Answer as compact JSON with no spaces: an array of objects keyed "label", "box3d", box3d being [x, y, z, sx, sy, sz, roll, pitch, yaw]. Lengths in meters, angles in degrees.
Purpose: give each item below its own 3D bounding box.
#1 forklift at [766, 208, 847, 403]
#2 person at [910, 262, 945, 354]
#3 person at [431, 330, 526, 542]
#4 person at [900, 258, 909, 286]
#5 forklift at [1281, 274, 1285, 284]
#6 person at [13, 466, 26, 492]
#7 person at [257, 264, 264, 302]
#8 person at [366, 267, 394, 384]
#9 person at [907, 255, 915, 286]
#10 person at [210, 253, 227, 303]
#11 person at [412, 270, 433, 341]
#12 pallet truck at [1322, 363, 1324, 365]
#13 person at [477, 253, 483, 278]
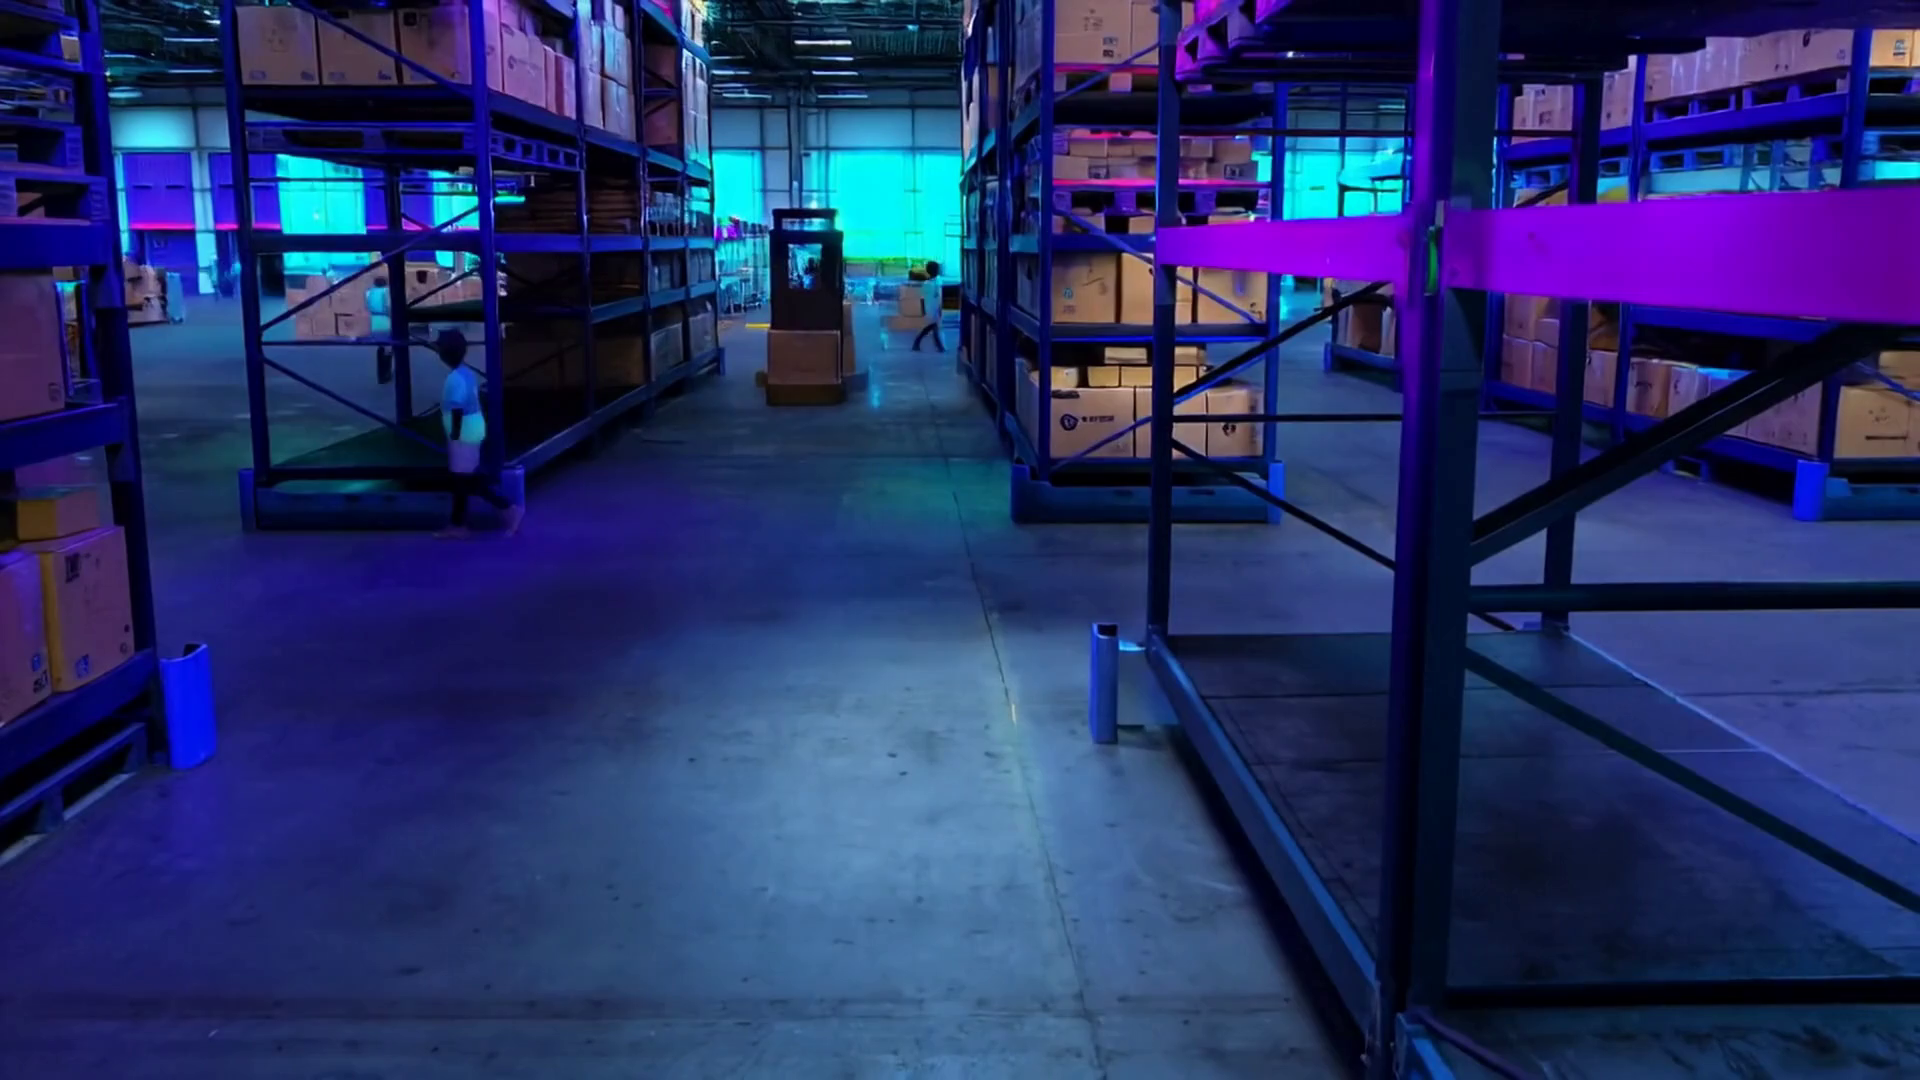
[{"label":"forklift","box3d":[-2.262,-3.458,24.384,1.129,2.768,1.873,0,10,-2]},{"label":"person","box3d":[-0.664,-4.859,34.848,0.896,1.940,0.623,5,11,26]},{"label":"person","box3d":[-3.783,-0.800,12.933,0.671,1.670,0.545,-2,10,-9]},{"label":"person","box3d":[-2.156,-9.876,63.350,0.502,1.715,0.605,10,14,44]},{"label":"forklift","box3d":[12.240,-10.302,62.509,1.129,2.768,1.873,0,10,-2]},{"label":"person","box3d":[-6.437,-0.422,10.883,0.848,1.656,0.538,-7,12,-34]},{"label":"person","box3d":[-27.441,-10.119,64.530,0.888,1.803,0.620,9,13,40]},{"label":"person","box3d":[-9.497,-3.519,27.398,0.569,1.917,0.414,5,11,25]},{"label":"person","box3d":[-1.949,-10.152,64.596,0.613,1.834,0.524,-7,12,-32]},{"label":"person","box3d":[-28.523,-10.070,63.951,0.673,1.898,0.611,3,11,14]},{"label":"person","box3d":[-12.719,-5.551,39.396,0.368,1.681,0.547,3,11,17]},{"label":"pallet truck","box3d":[7.712,-4.157,30.737,1.885,1.965,0.823,3,11,16]},{"label":"person","box3d":[-17.298,-9.428,60.350,1.105,1.926,0.607,6,12,29]}]
